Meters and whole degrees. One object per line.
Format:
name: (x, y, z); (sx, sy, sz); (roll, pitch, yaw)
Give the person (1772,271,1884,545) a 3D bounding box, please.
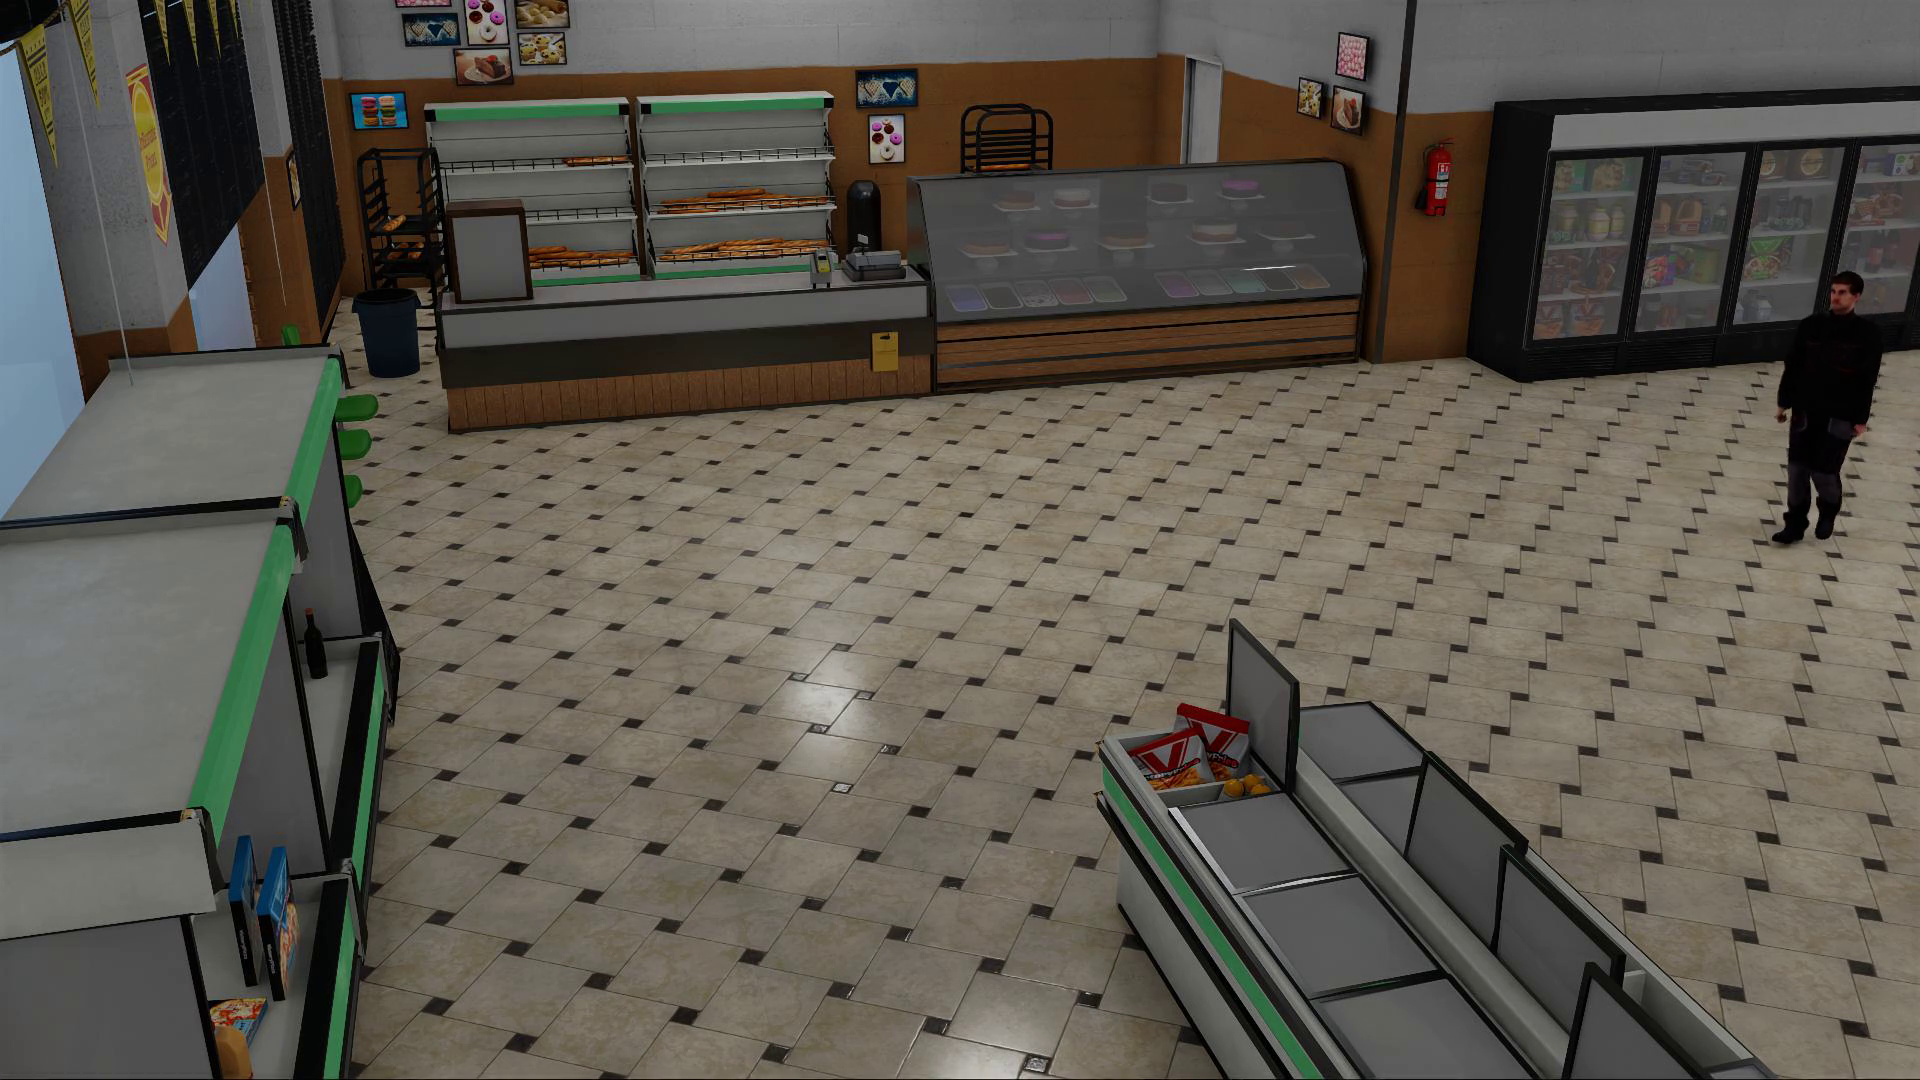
person: (5.663, -0.842, 10.812); (0.915, 1.827, 0.808); (-17, 28, -36)
